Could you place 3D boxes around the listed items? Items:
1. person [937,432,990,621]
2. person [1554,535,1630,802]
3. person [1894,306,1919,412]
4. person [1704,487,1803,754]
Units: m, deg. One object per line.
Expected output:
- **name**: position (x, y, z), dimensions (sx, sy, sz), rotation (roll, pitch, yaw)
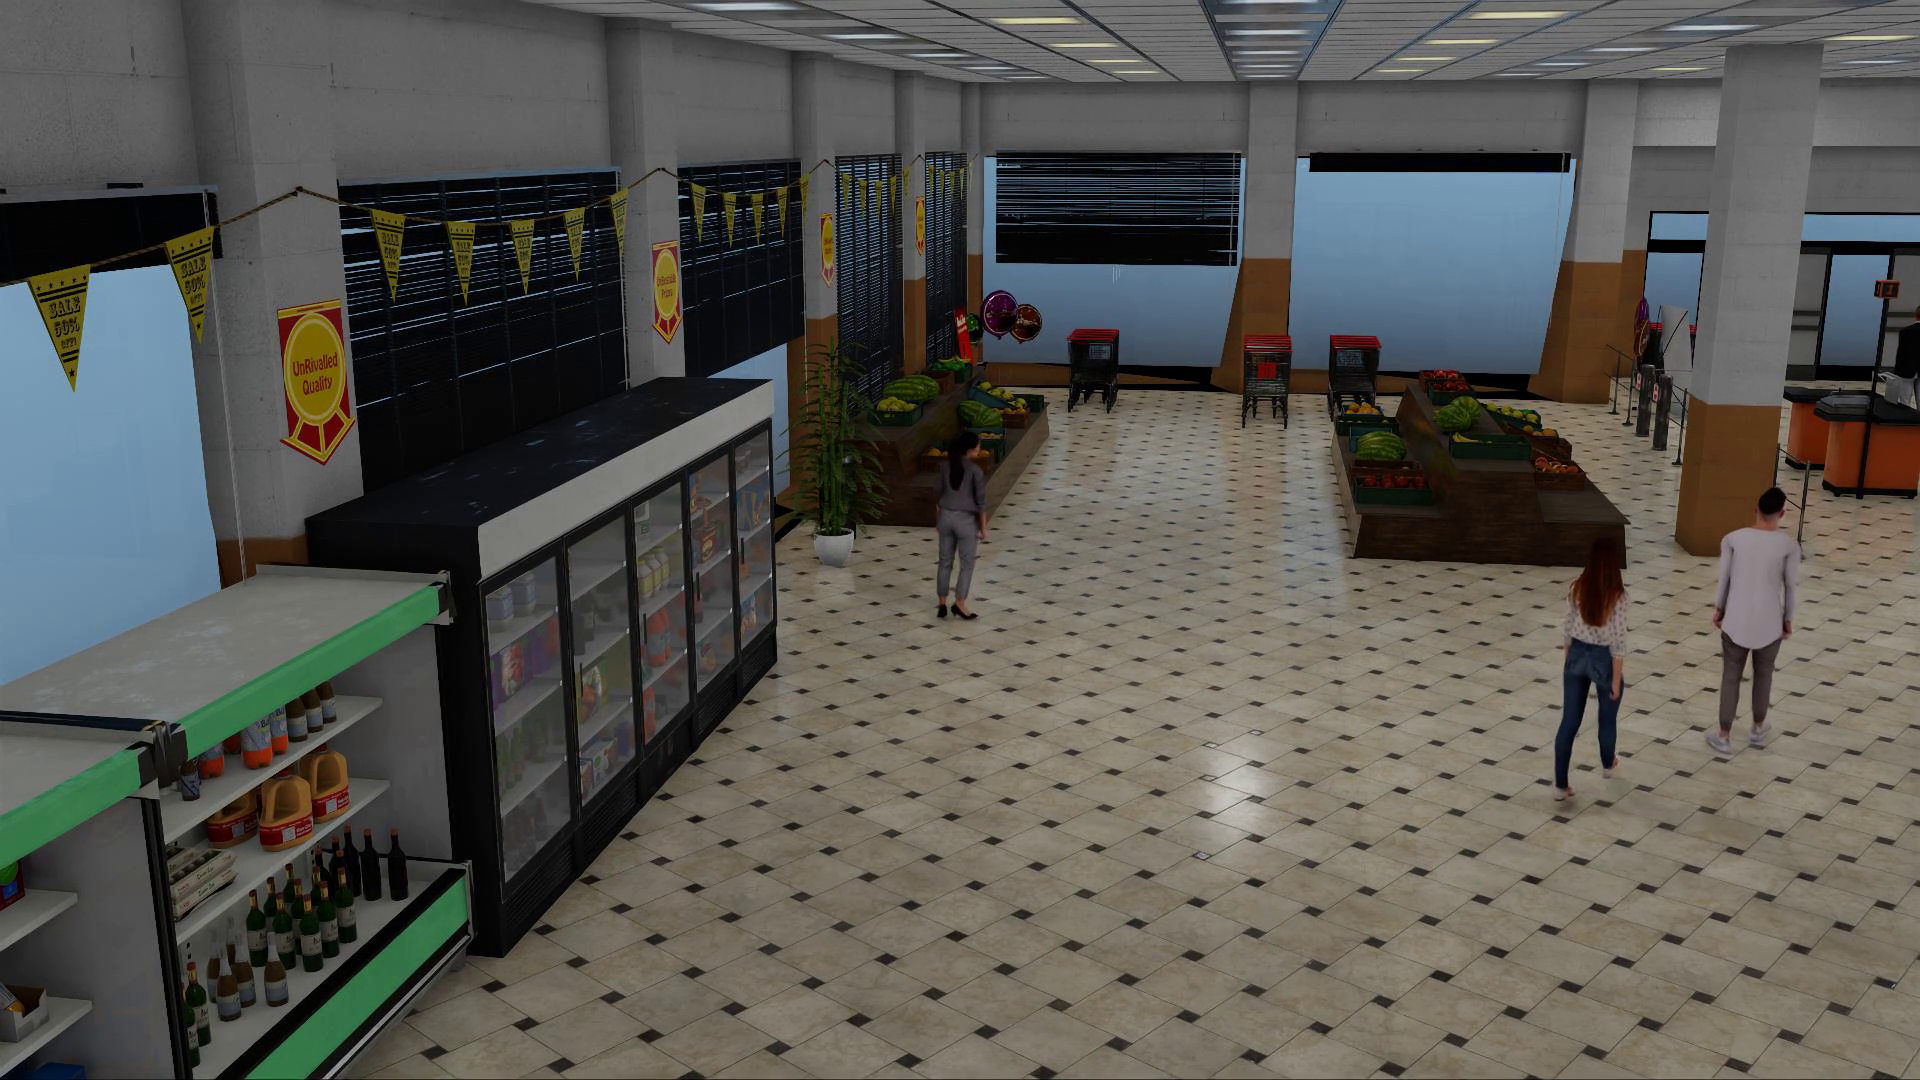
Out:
- **person**: position (-0.017, -0.114, 14.509), dimensions (0.735, 1.654, 0.743), rotation (4, 14, 16)
- **person**: position (3.950, 0.844, 10.498), dimensions (0.983, 1.684, 1.187), rotation (12, 18, 40)
- **person**: position (13.306, -2.365, 23.148), dimensions (0.693, 1.957, 0.579), rotation (3, 14, 12)
- **person**: position (5.428, 0.561, 11.396), dimensions (0.794, 1.811, 0.932), rotation (5, 15, 20)
